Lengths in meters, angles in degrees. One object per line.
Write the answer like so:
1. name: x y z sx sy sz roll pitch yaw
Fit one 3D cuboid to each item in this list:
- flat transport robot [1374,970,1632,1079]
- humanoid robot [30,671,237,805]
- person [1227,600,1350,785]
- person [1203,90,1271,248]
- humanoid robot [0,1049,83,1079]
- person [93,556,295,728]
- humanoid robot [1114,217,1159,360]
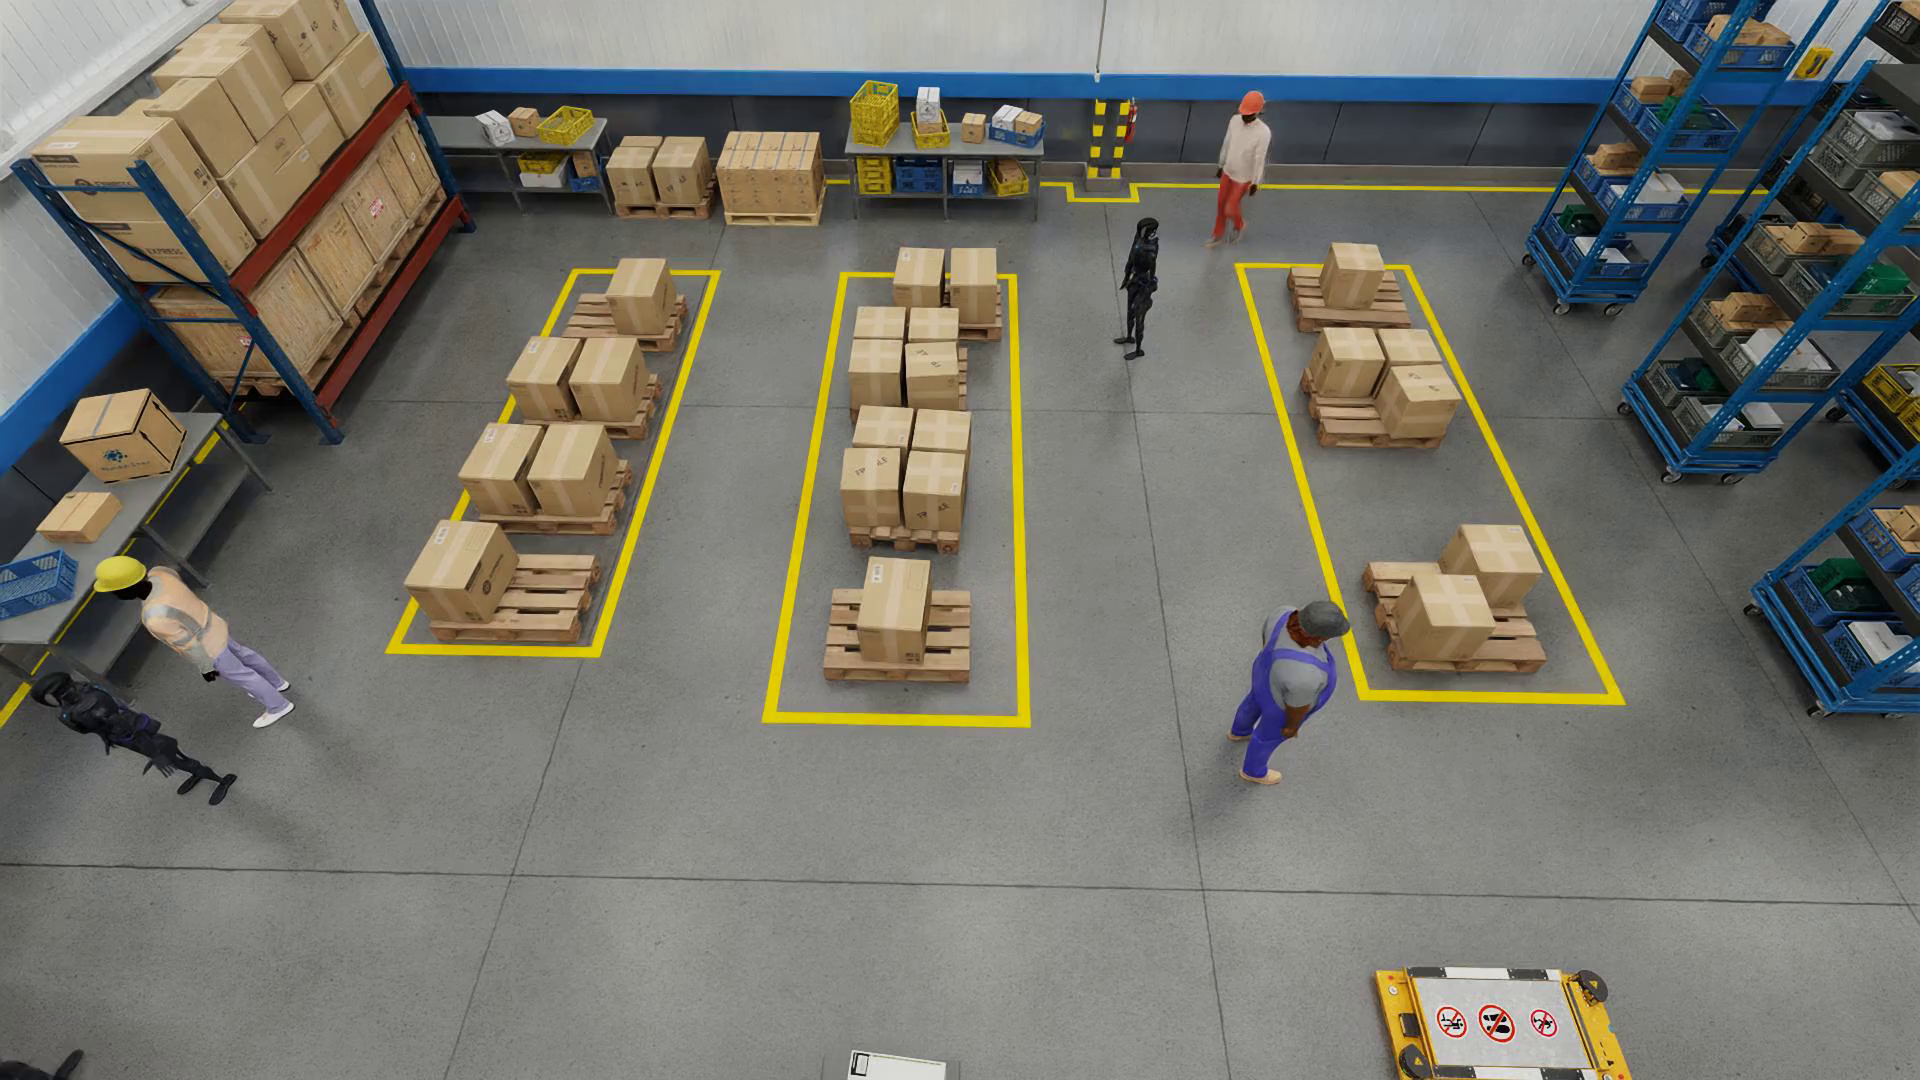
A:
1. flat transport robot: 3.501 3.133 5.914 1.431 0.197 0.652 1 51 1
2. humanoid robot: -5.794 1.408 6.419 0.599 1.657 0.331 15 52 12
3. person: 2.330 1.050 6.488 0.537 2.000 0.678 -2 51 -2
4. person: 3.307 -4.392 10.965 0.469 1.973 0.650 -28 56 -21
5. humanoid robot: -5.629 3.045 5.112 0.604 1.615 0.655 15 52 12
6. person: -5.631 0.749 6.804 0.360 1.930 0.587 -24 55 -18
7. humanoid robot: 1.902 -2.669 9.743 0.323 1.657 0.601 -11 52 -9
